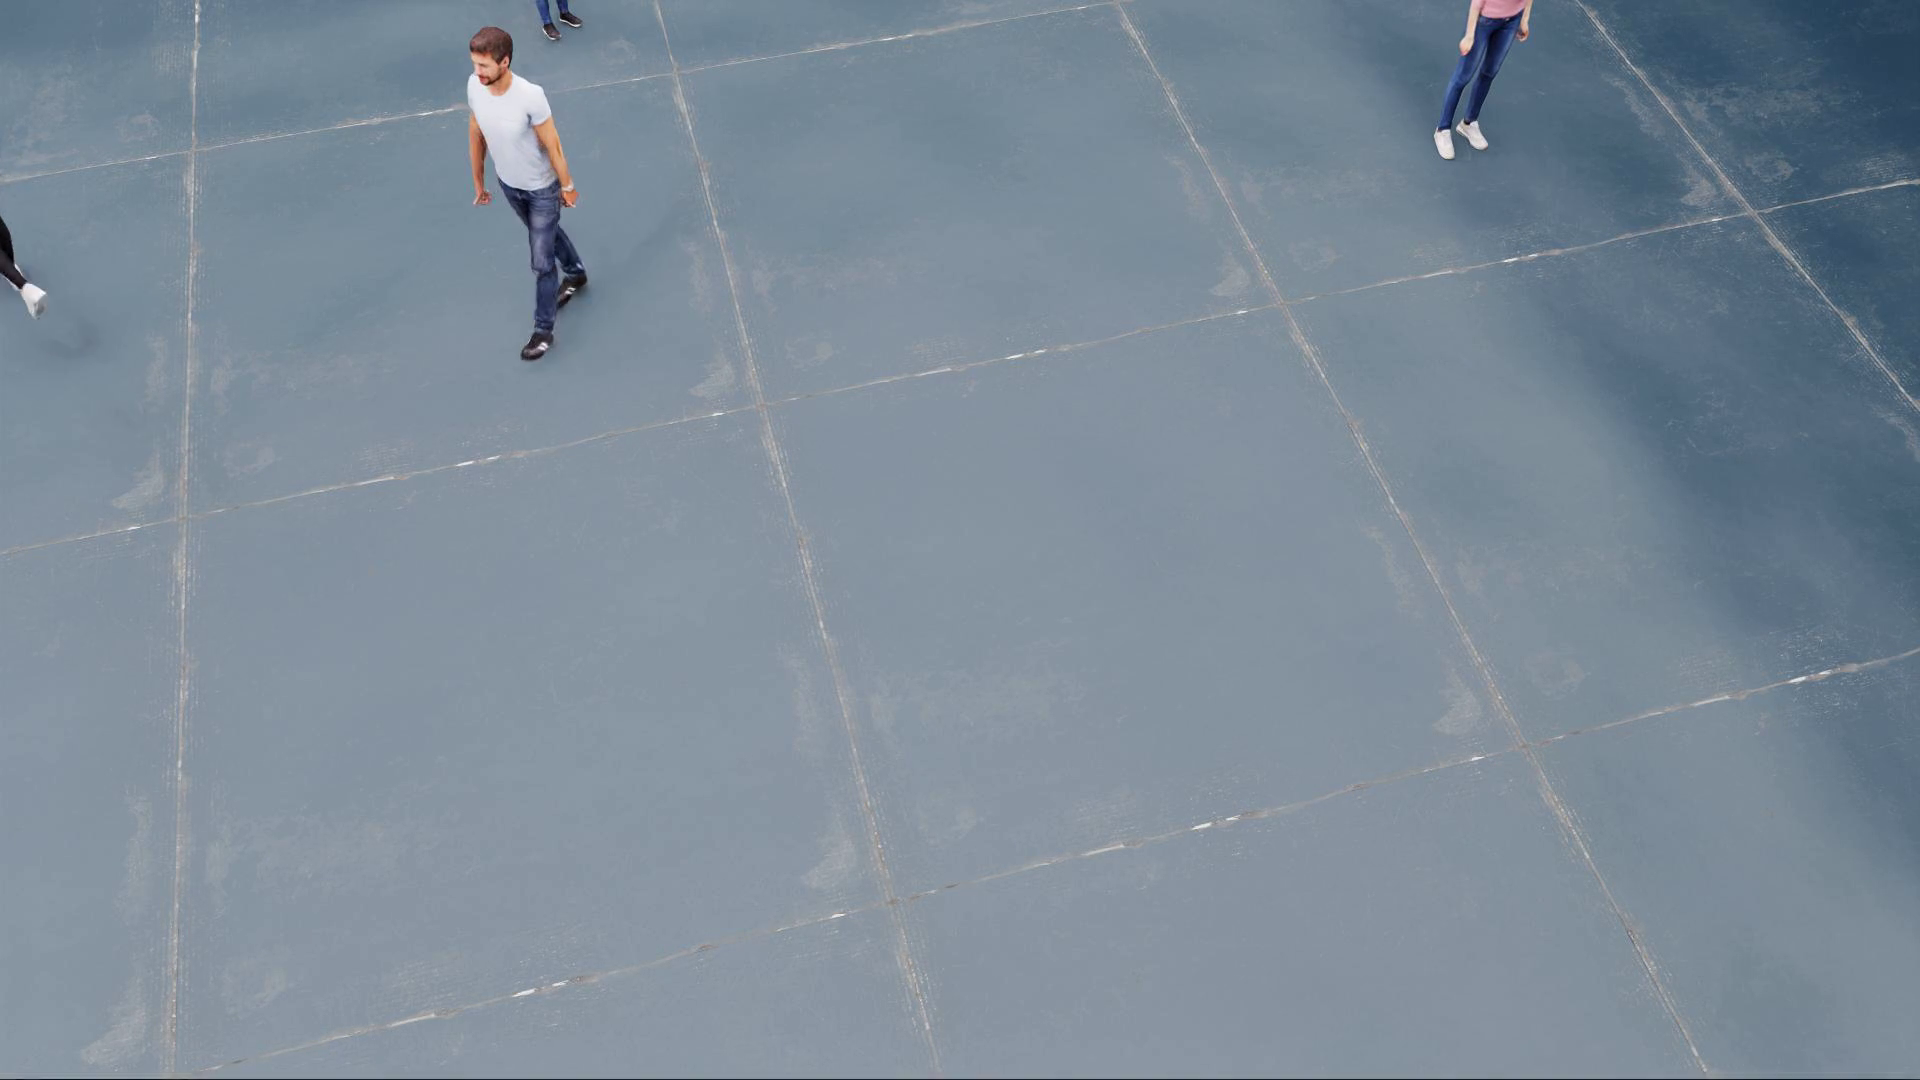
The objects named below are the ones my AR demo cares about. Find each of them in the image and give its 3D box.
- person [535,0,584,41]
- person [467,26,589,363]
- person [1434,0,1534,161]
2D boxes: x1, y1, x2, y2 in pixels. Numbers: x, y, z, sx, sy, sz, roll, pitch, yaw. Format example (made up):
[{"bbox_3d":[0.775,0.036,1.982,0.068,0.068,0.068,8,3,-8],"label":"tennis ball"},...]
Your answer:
[{"bbox_3d":[-2.648,-3.759,10.608,0.574,1.110,0.527,36,60,24],"label":"person"},{"bbox_3d":[-2.205,-1.927,8.726,1.026,1.841,1.104,22,55,16],"label":"person"},{"bbox_3d":[3.100,-3.019,9.635,0.577,1.742,0.507,-14,54,-11],"label":"person"}]
